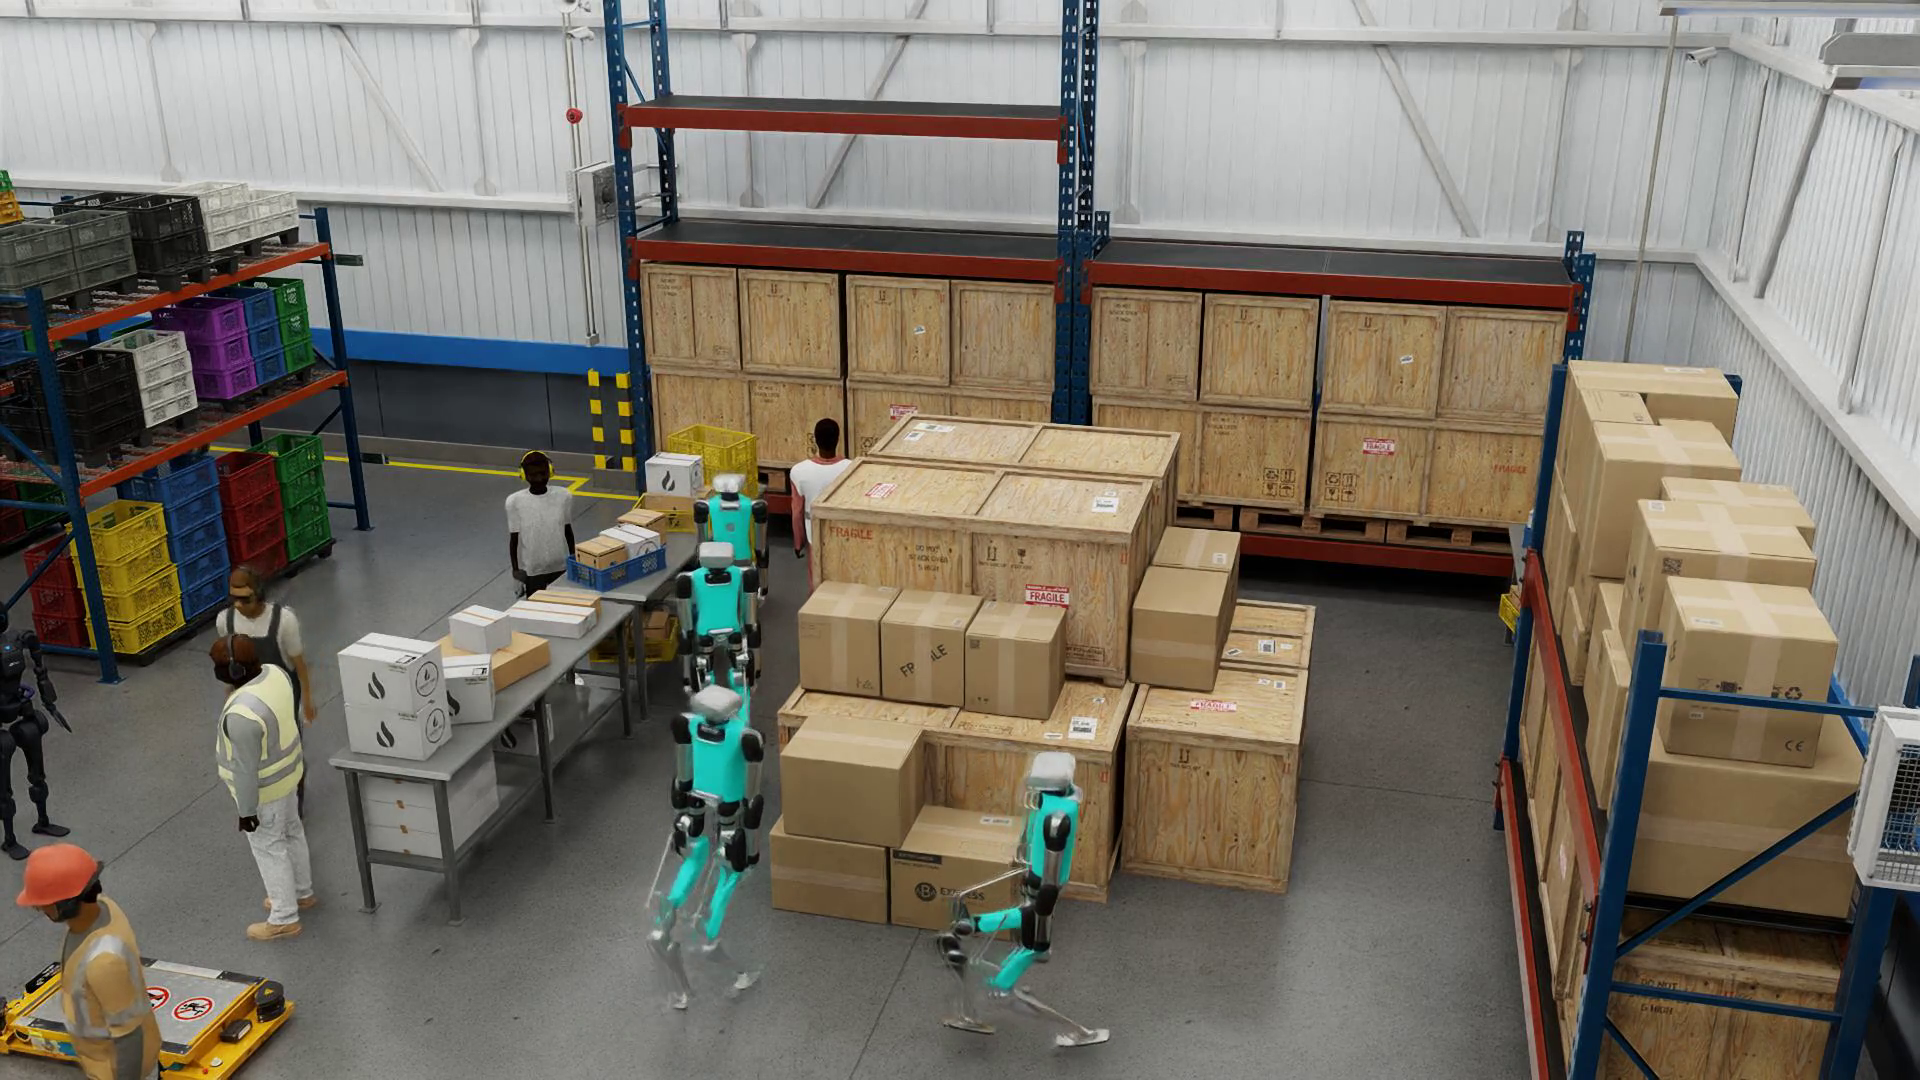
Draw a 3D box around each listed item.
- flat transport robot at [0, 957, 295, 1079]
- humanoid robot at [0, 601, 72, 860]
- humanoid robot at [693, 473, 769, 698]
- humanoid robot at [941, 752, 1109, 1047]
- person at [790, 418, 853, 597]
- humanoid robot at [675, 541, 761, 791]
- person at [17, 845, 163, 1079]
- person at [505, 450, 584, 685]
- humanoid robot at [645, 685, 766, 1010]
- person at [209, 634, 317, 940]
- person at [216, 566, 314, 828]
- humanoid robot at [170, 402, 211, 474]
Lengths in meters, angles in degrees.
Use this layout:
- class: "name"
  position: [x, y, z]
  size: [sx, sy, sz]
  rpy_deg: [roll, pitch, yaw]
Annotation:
- class: "flat transport robot"
  position: [-4.270, 2.464, 8.601]
  size: [1.431, 0.231, 0.659]
  rpy_deg: [5, 22, 13]
- class: "humanoid robot"
  position: [-5.766, 1.113, 10.140]
  size: [0.315, 1.657, 0.599]
  rpy_deg: [10, 23, 24]
- class: "humanoid robot"
  position: [-1.653, 0.309, 12.187]
  size: [0.548, 1.781, 0.867]
  rpy_deg: [-2, 21, -5]
- class: "humanoid robot"
  position: [0.223, 1.839, 8.234]
  size: [1.042, 1.754, 0.558]
  rpy_deg: [2, 21, 5]
- class: "person"
  position: [-0.989, 0.002, 12.760]
  size: [0.596, 1.922, 0.432]
  rpy_deg: [-2, 21, -4]
- class: "humanoid robot"
  position: [-1.484, 0.923, 10.553]
  size: [0.541, 1.785, 0.663]
  rpy_deg: [-6, 22, -15]
- class: "person"
  position: [-3.540, 2.158, 6.931]
  size: [0.400, 2.035, 0.607]
  rpy_deg: [-13, 24, -30]
- class: "person"
  position: [-3.034, 0.233, 12.193]
  size: [0.519, 1.871, 0.325]
  rpy_deg: [-12, 24, -28]
- class: "humanoid robot"
  position: [-1.342, 1.670, 8.634]
  size: [0.557, 1.794, 0.768]
  rpy_deg: [9, 23, 22]
- class: "person"
  position: [-3.893, 1.368, 9.286]
  size: [0.429, 1.834, 0.630]
  rpy_deg: [-1, 21, -2]
- class: "person"
  position: [-4.281, 0.960, 10.361]
  size: [0.553, 1.824, 0.575]
  rpy_deg: [1, 21, 2]
- class: "humanoid robot"
  position: [-7.704, -1.304, 16.491]
  size: [0.376, 1.637, 0.610]
  rpy_deg: [-2, 21, -4]
